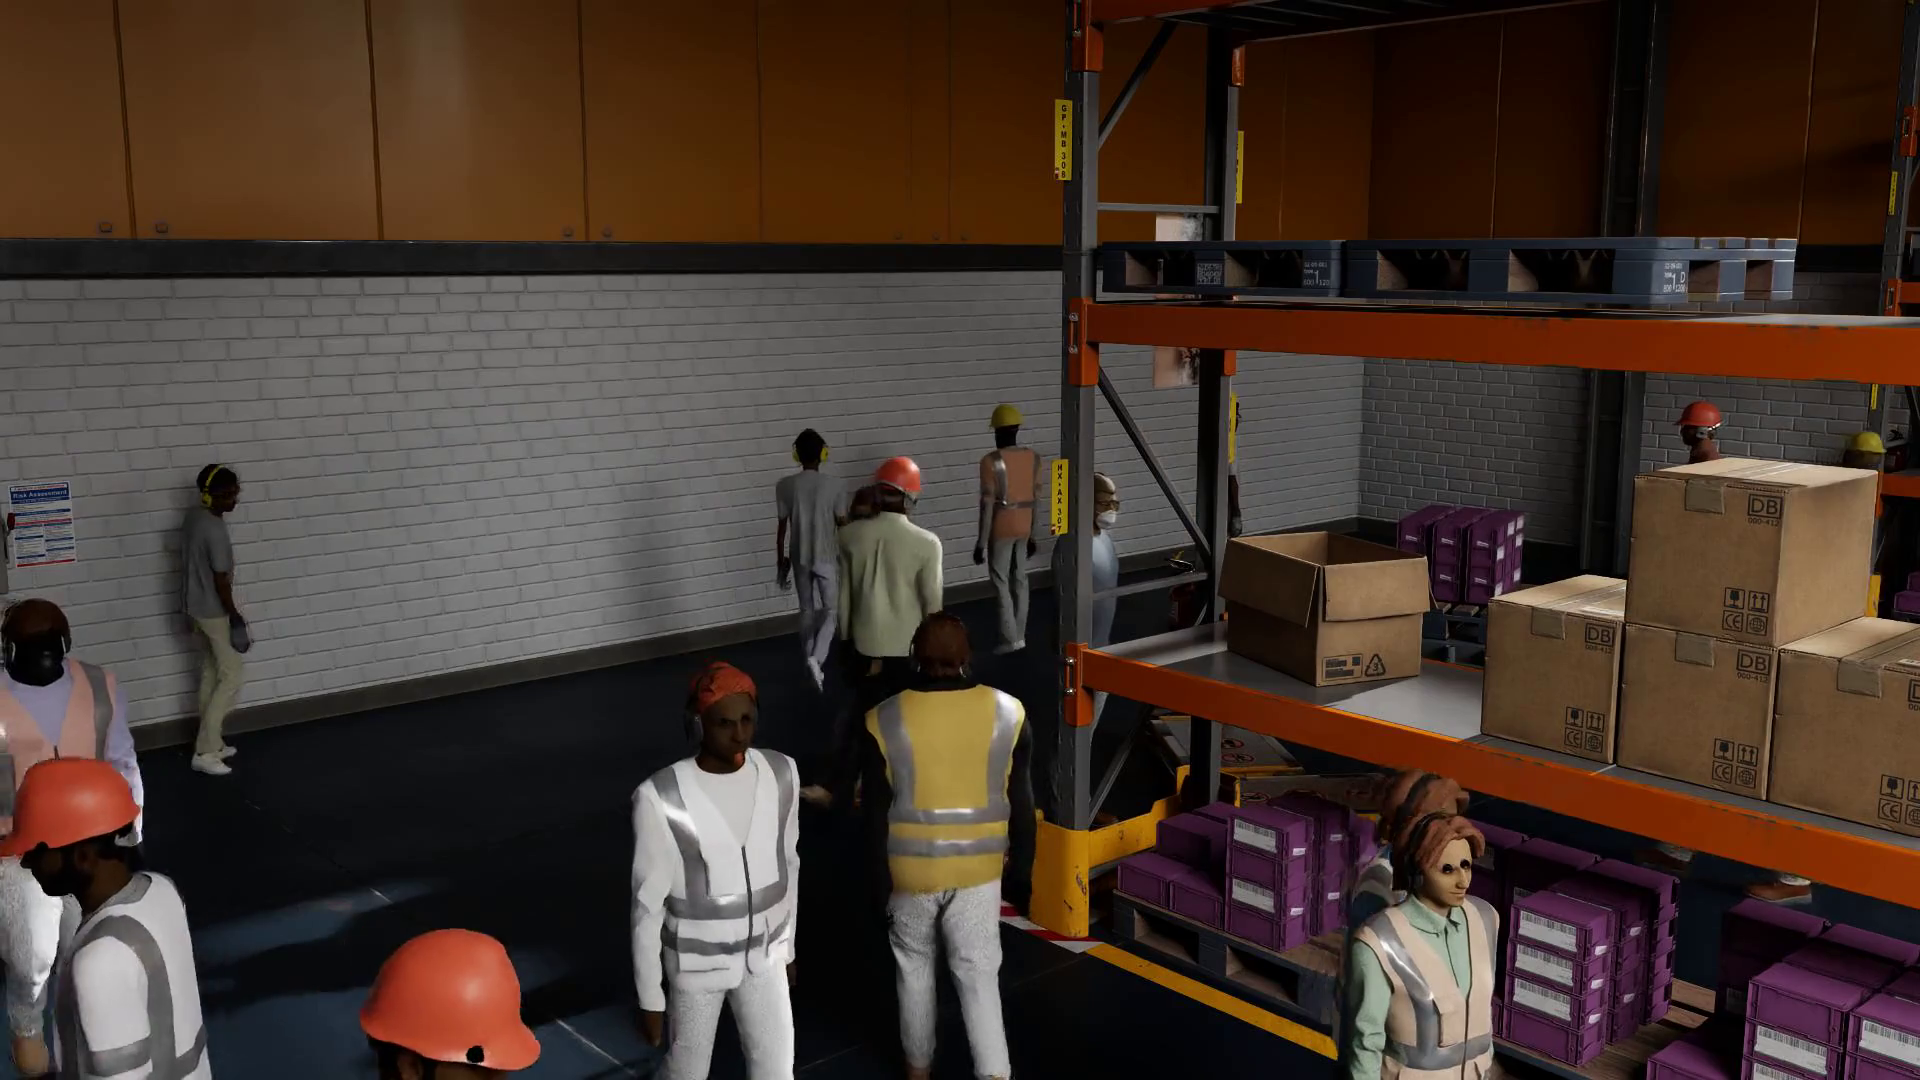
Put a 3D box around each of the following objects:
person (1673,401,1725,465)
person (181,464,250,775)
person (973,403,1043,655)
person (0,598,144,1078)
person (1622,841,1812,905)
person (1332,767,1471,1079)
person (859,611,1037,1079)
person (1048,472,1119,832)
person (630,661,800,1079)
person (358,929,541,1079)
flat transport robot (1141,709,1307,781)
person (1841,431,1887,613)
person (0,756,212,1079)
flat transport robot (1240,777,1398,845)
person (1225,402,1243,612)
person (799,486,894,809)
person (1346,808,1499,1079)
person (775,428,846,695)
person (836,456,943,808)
[{"bbox_3d":[5.316,-0.006,12.046,0.381,1.994,0.614,3,10,15],"label":"person"},{"bbox_3d":[-4.410,0.463,9.793,0.372,1.838,0.651,-8,13,-40],"label":"person"},{"bbox_3d":[0.362,-0.080,12.724,0.587,1.937,0.393,-8,12,-39],"label":"person"},{"bbox_3d":[-3.285,1.106,6.015,0.441,1.829,0.651,9,13,42],"label":"person"},{"bbox_3d":[3.617,0.762,7.836,0.926,1.887,0.660,3,10,17],"label":"person"},{"bbox_3d":[1.272,1.431,4.733,0.582,1.612,0.508,5,11,26],"label":"person"},{"bbox_3d":[-0.030,1.162,5.793,0.627,1.810,0.848,-2,10,-9],"label":"person"},{"bbox_3d":[0.652,0.605,8.646,0.371,1.936,0.629,4,10,20],"label":"person"},{"bbox_3d":[-0.756,1.260,5.081,0.586,1.851,0.936,-7,12,-35],"label":"person"},{"bbox_3d":[-0.908,1.602,2.920,0.851,1.886,0.583,3,10,16],"label":"person"},{"bbox_3d":[1.516,1.255,9.706,0.652,0.197,1.431,-1,10,-5],"label":"flat transport robot"},{"bbox_3d":[6.763,0.015,12.721,0.578,1.729,0.488,8,12,38],"label":"person"},{"bbox_3d":[-1.874,1.423,3.971,0.798,1.907,0.542,-2,10,-14],"label":"person"},{"bbox_3d":[1.881,1.424,8.717,1.431,0.197,0.652,-1,10,-6],"label":"flat transport robot"},{"bbox_3d":[2.172,-0.227,13.706,0.329,1.872,0.508,-4,11,-24],"label":"person"},{"bbox_3d":[-0.489,0.587,9.201,0.500,1.779,1.009,6,11,31],"label":"person"},{"bbox_3d":[1.197,1.490,4.328,0.521,1.640,0.306,-6,12,-33],"label":"person"},{"bbox_3d":[-1.018,0.159,11.499,0.537,1.848,0.709,1,10,8],"label":"person"},{"bbox_3d":[-0.378,0.534,8.928,0.628,1.973,0.512,3,10,19],"label":"person"}]
